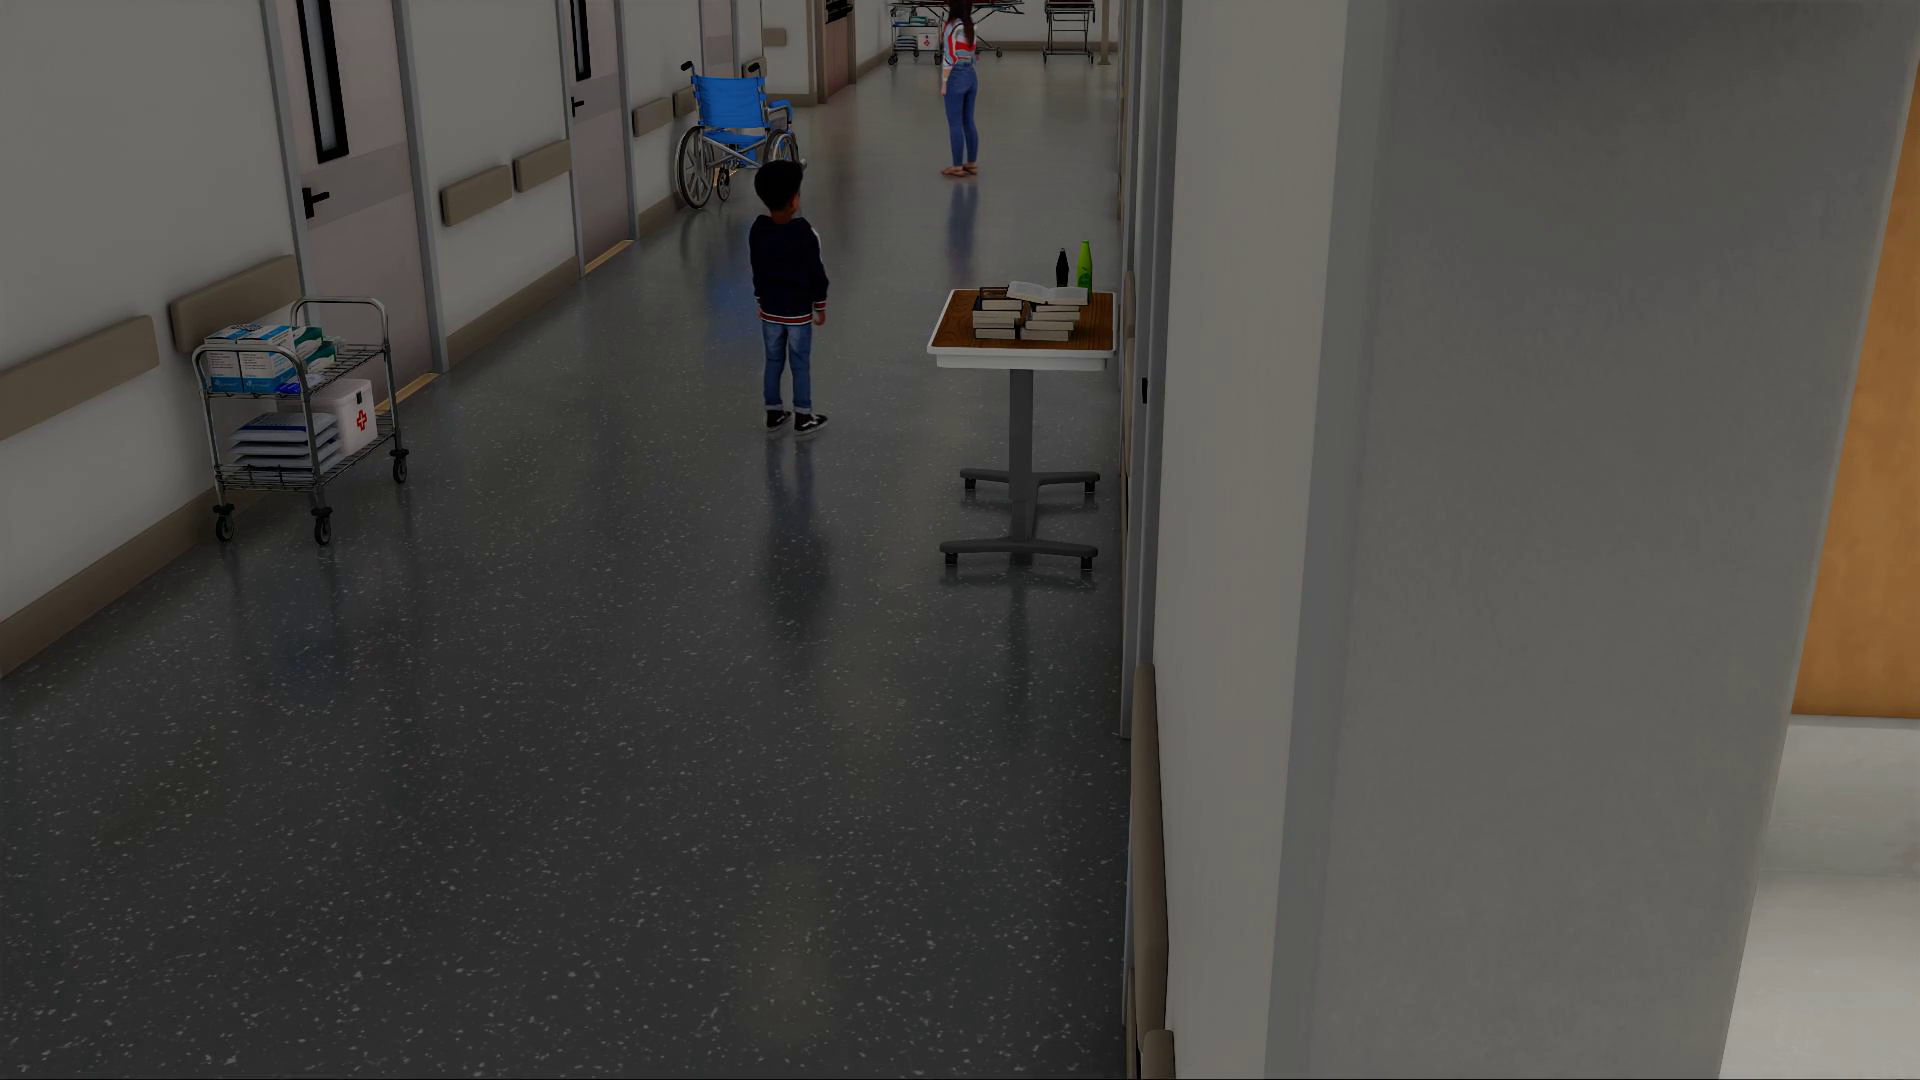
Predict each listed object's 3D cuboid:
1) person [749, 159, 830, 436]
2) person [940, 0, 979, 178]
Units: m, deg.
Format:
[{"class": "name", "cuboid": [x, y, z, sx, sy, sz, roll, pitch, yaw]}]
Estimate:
[{"class": "person", "cuboid": [-0.773, -1.077, 7.402, 0.574, 1.222, 0.578, 9, 23, 22]}, {"class": "person", "cuboid": [0.014, -4.060, 14.730, 0.723, 1.611, 0.607, 14, 25, 33]}]
